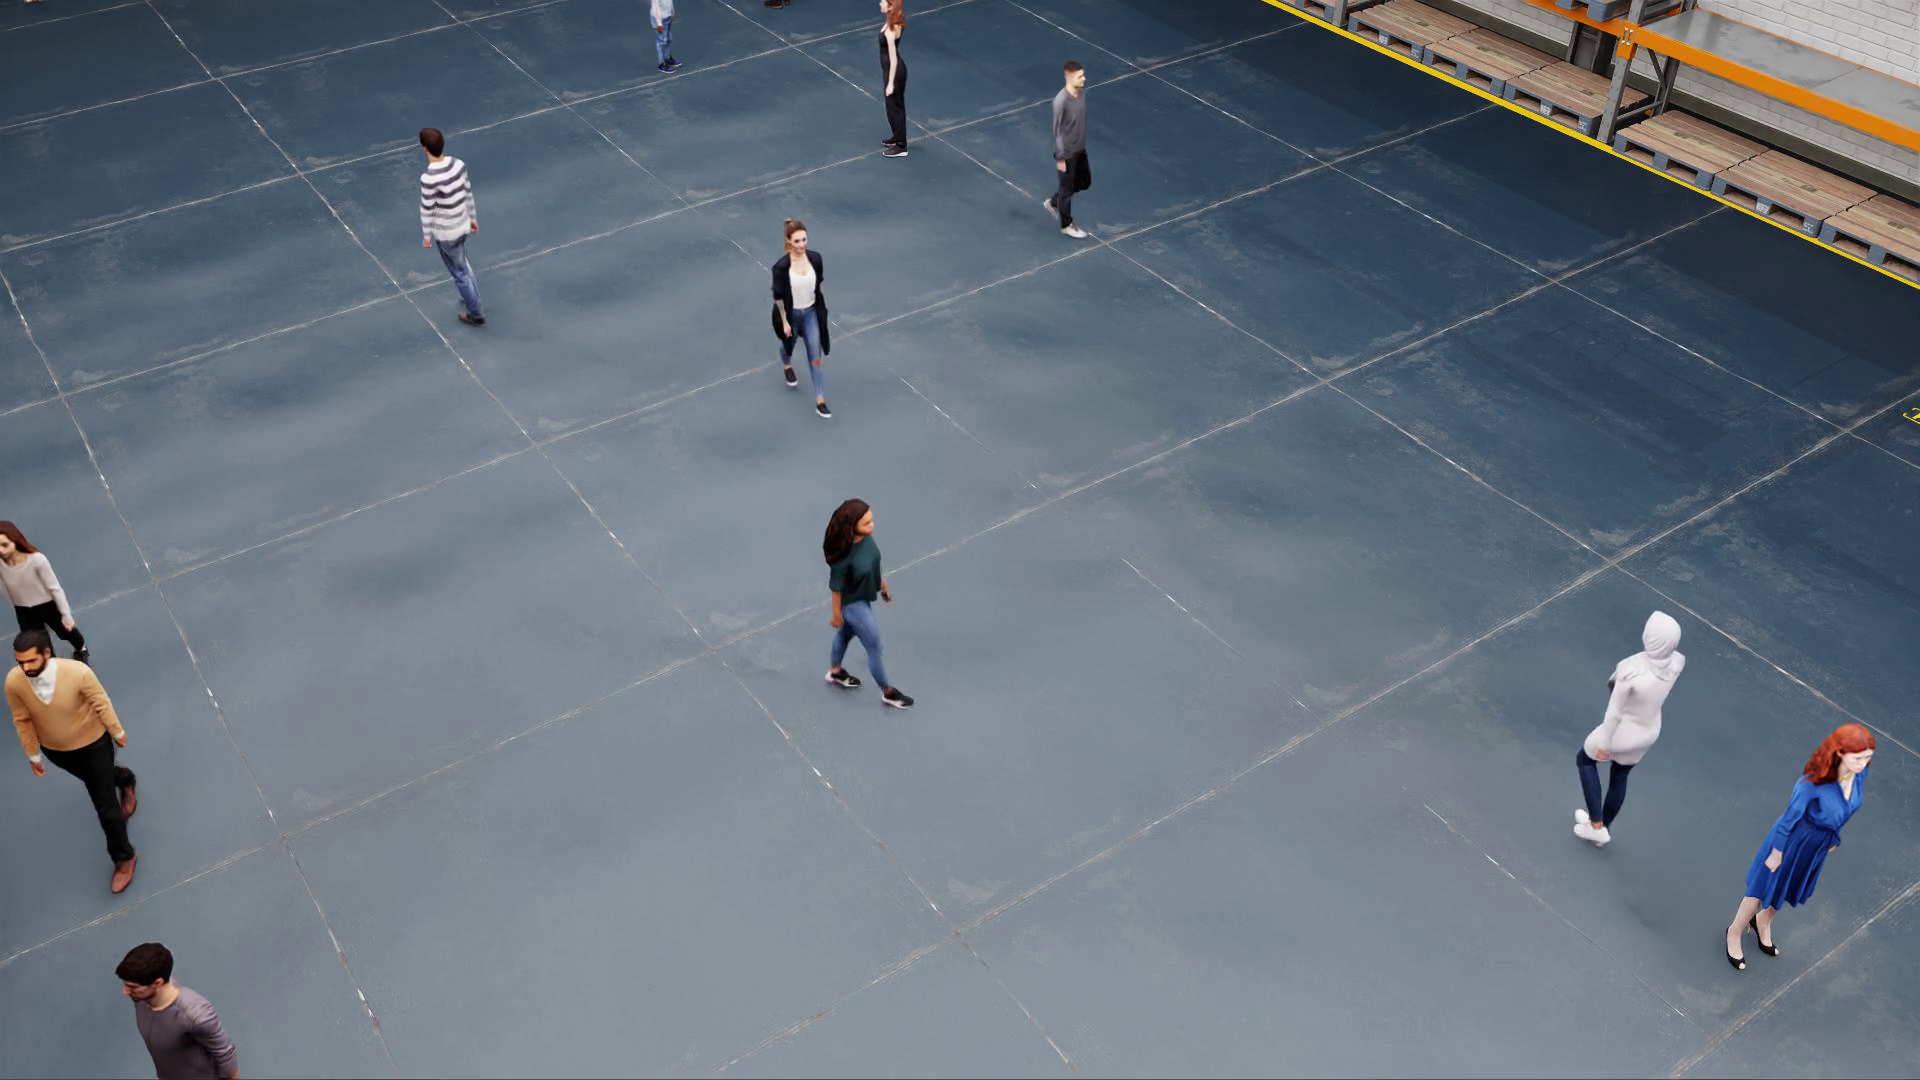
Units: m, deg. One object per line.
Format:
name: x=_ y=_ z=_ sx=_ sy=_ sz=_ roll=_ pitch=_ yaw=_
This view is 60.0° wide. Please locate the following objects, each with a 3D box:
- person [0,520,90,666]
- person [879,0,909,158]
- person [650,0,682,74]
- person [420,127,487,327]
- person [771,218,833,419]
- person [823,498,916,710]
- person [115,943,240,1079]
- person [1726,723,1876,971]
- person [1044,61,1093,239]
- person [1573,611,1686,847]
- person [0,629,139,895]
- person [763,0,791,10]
person: x=-6.006 y=0.420 z=10.916 sx=0.838 sy=1.442 sz=1.071 roll=-6 pitch=39 yaw=-7
person: x=-0.673 y=-4.846 z=17.264 sx=0.727 sy=1.747 sz=0.630 roll=-1 pitch=39 yaw=-1
person: x=-3.436 y=-6.048 z=19.162 sx=0.616 sy=1.259 sz=0.562 roll=9 pitch=40 yaw=11
person: x=-4.354 y=-2.685 z=14.485 sx=0.828 sy=1.838 sz=0.787 roll=16 pitch=41 yaw=20
person: x=-1.363 y=-1.869 z=13.630 sx=0.793 sy=1.630 sz=1.195 roll=-15 pitch=41 yaw=-18
person: x=-0.752 y=0.372 z=10.857 sx=1.013 sy=1.590 sz=0.884 roll=13 pitch=40 yaw=15
person: x=-3.624 y=2.544 z=7.927 sx=0.646 sy=1.852 sz=0.809 roll=19 pitch=42 yaw=22
person: x=4.580 y=1.660 z=9.054 sx=0.675 sy=1.827 sz=0.653 roll=-13 pitch=40 yaw=-16
person: x=0.984 y=-3.742 z=15.876 sx=0.848 sy=1.755 sz=0.768 roll=21 pitch=43 yaw=24
person: x=3.938 y=1.177 z=9.708 sx=0.717 sy=1.766 sz=0.743 roll=-9 pitch=40 yaw=-12
person: x=-5.175 y=1.135 z=9.796 sx=1.044 sy=1.722 sz=1.257 roll=-4 pitch=39 yaw=-5
person: x=-2.290 y=-7.478 z=20.562 sx=0.684 sy=1.746 sz=0.692 roll=23 pitch=44 yaw=26
